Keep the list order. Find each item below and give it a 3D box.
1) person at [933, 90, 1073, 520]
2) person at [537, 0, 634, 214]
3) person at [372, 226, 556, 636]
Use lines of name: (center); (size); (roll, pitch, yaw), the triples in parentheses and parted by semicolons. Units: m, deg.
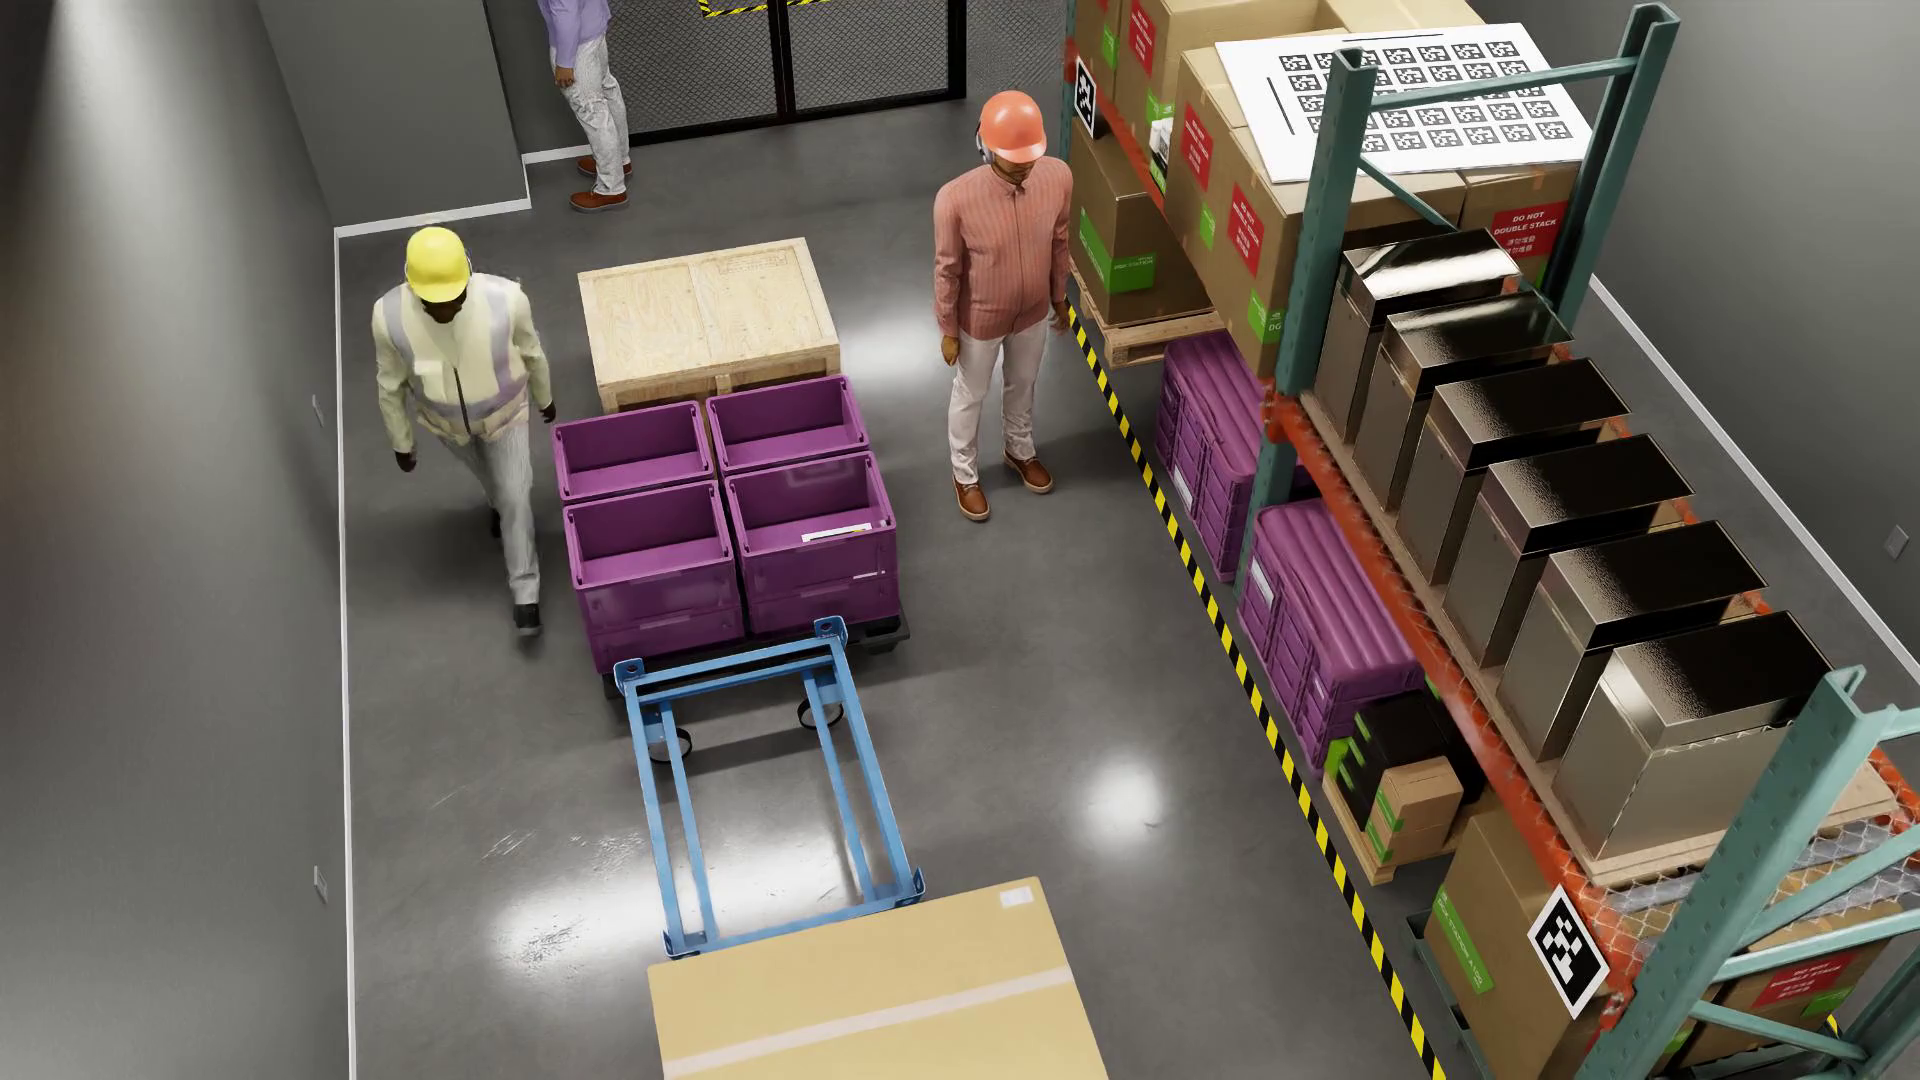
person: (0.180, -0.927, 6.701); (0.608, 1.995, 0.377); (-22, 51, -19)
person: (-1.896, -2.511, 8.197); (0.353, 1.931, 0.635); (1, 47, 1)
person: (-1.891, -0.455, 6.415); (0.625, 1.765, 0.967); (-6, 48, -5)
